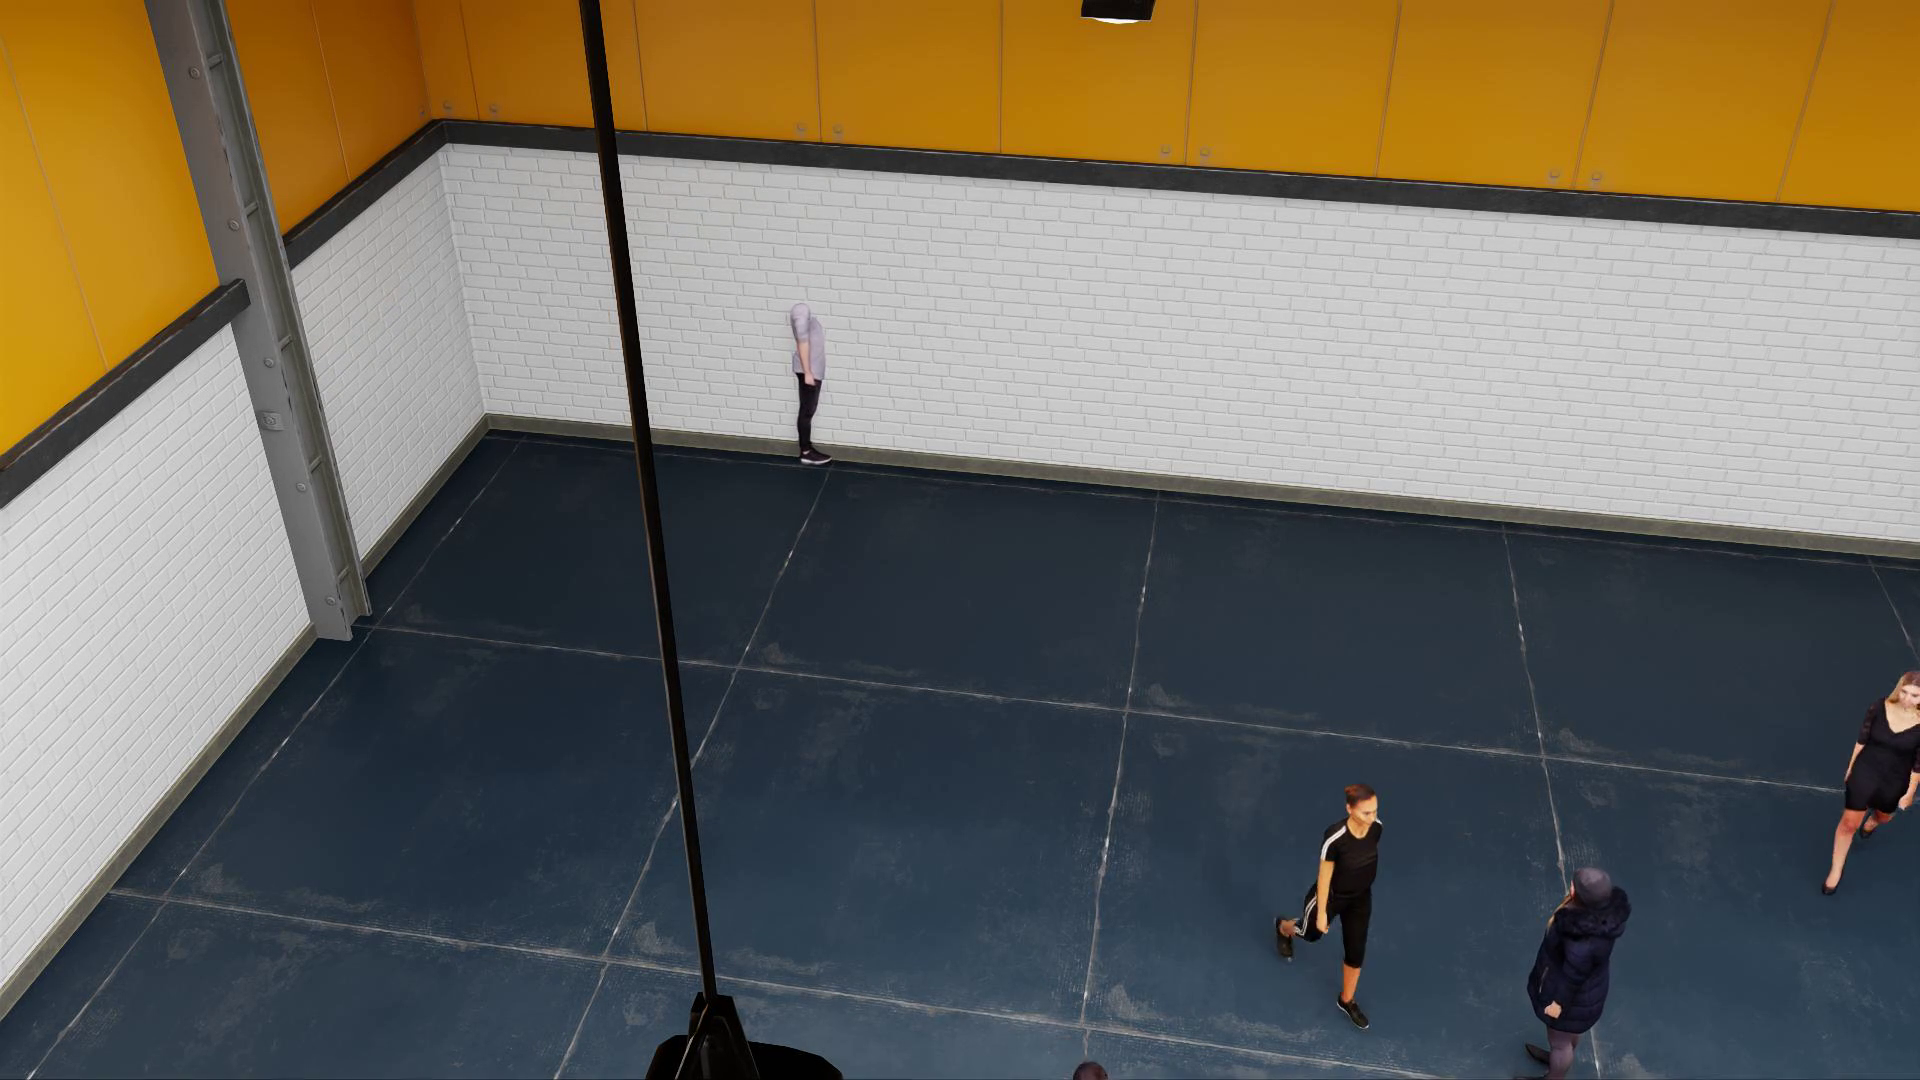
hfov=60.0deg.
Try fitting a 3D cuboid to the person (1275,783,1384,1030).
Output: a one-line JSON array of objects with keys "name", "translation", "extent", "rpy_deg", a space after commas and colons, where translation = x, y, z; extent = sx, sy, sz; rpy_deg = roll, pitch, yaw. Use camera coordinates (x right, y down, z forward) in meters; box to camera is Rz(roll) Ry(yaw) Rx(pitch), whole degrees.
[{"name": "person", "translation": [2.172, 2.045, 9.752], "extent": [0.932, 1.636, 1.140], "rpy_deg": [-12, 35, -17]}]

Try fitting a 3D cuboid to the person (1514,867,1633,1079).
[{"name": "person", "translation": [3.374, 2.427, 9.145], "extent": [0.827, 1.673, 0.717], "rpy_deg": [19, 38, 27]}]

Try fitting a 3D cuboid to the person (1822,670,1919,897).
[{"name": "person", "translation": [5.878, 1.496, 10.570], "extent": [0.890, 1.646, 1.102], "rpy_deg": [24, 40, 31]}]

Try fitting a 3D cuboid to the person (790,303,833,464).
[{"name": "person", "translation": [-1.362, -1.590, 15.039], "extent": [0.748, 1.837, 0.565], "rpy_deg": [1, 34, 2]}]
